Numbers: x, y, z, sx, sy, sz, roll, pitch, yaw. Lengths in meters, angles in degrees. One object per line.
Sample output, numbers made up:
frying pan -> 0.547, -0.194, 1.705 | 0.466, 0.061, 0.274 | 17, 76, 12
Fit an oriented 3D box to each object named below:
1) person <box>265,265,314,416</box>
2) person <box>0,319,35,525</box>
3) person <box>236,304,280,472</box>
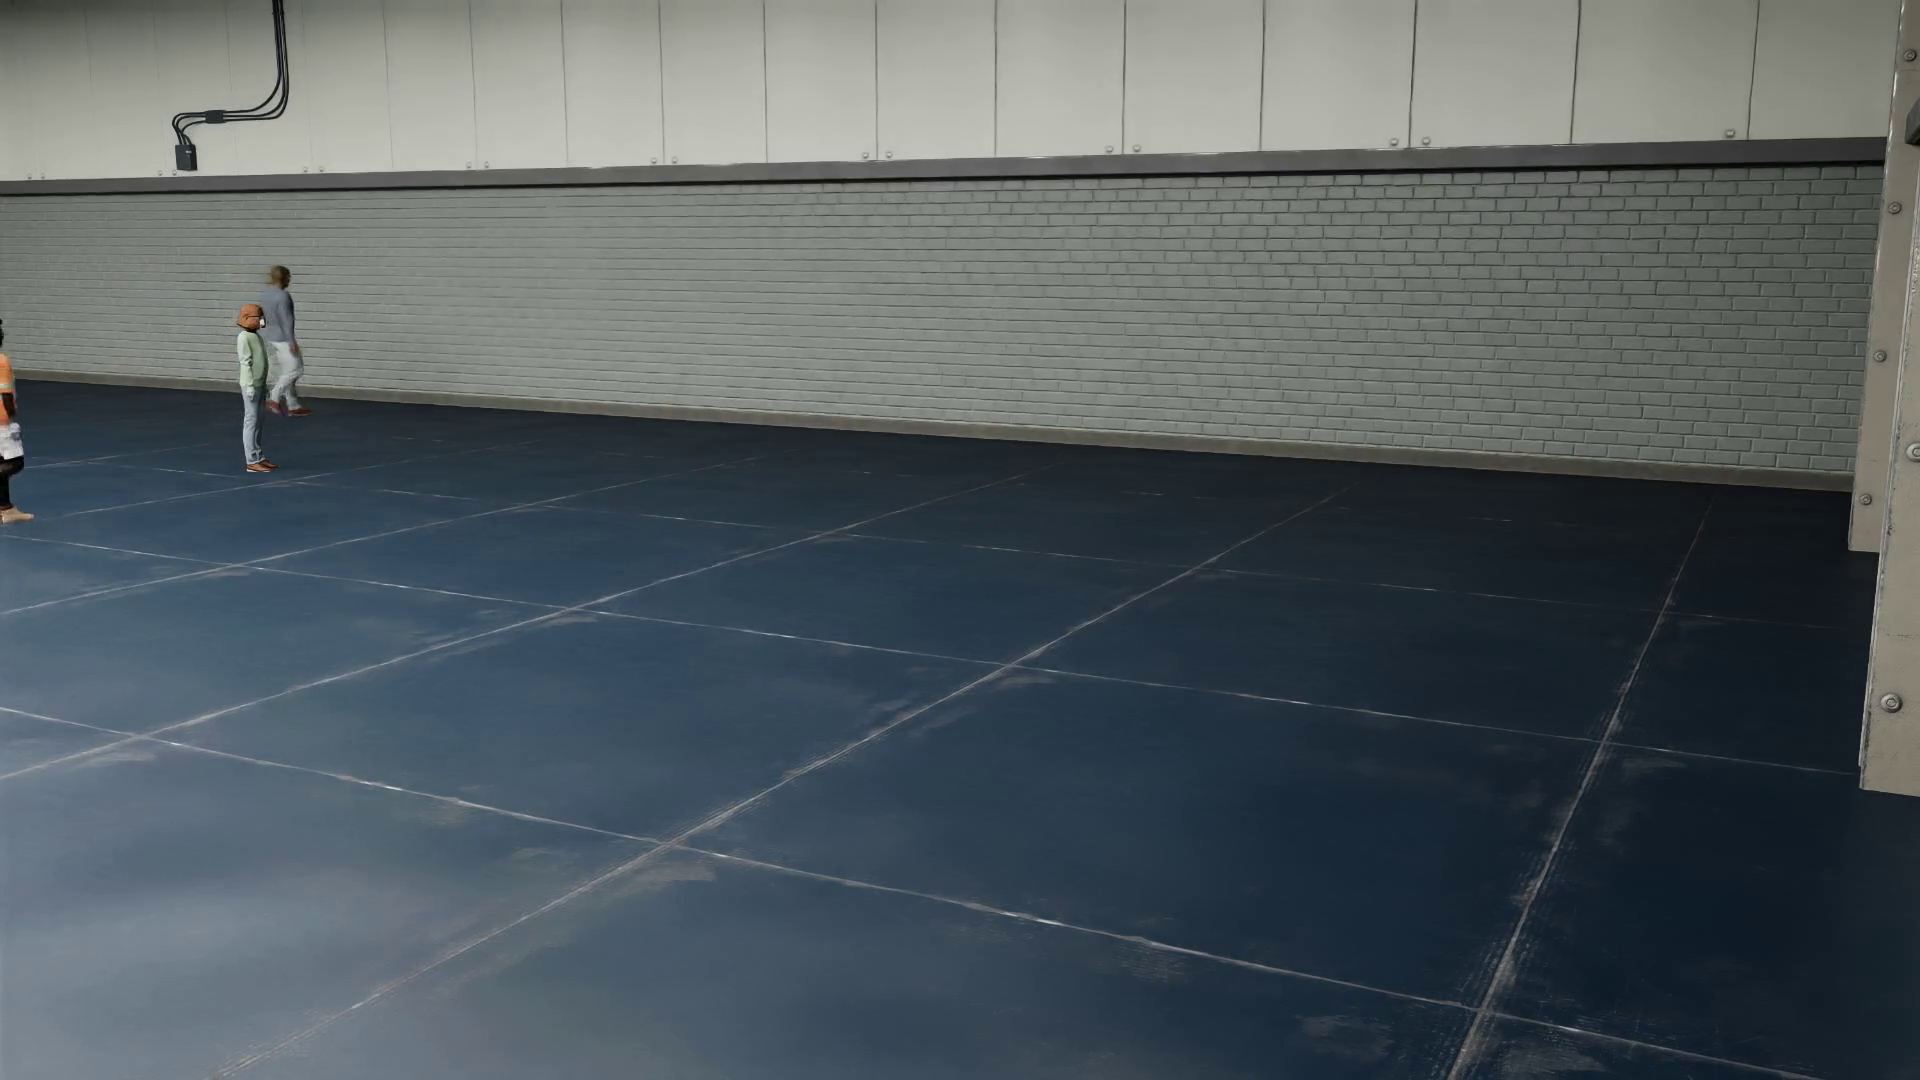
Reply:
person -> -8.512, -2.494, 20.957 | 0.593, 1.925, 0.669 | -8, 13, -36
person -> -7.616, -0.922, 13.031 | 0.546, 1.682, 0.552 | 7, 13, 34
person -> -6.877, -1.486, 16.255 | 0.279, 1.634, 0.498 | -1, 10, -6
